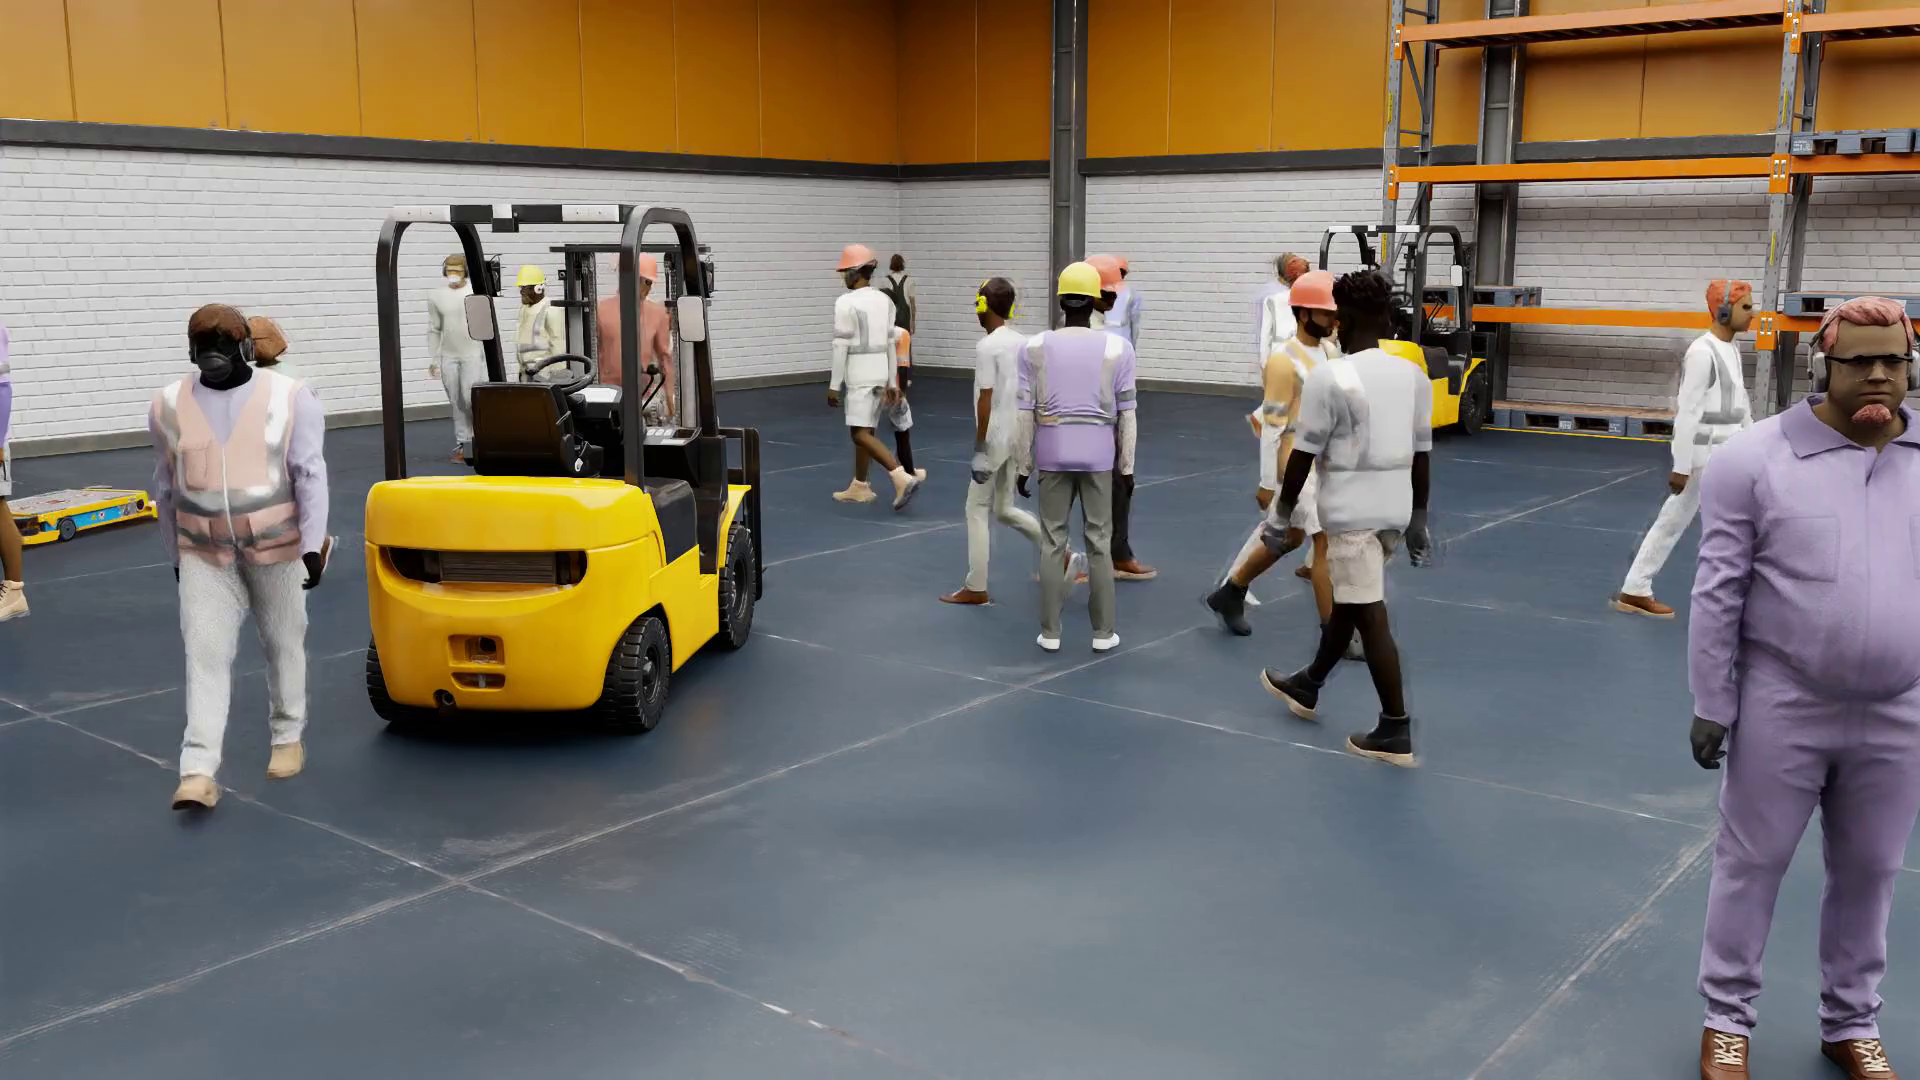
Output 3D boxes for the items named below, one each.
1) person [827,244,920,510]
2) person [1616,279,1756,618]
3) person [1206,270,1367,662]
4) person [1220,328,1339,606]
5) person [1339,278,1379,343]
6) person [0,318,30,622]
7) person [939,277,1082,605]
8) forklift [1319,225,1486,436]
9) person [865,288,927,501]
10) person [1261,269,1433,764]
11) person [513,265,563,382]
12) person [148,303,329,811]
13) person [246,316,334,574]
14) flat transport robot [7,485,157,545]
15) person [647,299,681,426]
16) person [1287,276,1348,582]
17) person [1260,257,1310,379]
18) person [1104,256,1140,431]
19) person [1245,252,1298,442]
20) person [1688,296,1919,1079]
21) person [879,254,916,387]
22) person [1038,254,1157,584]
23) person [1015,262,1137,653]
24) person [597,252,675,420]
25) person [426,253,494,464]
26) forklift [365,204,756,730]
[{"bbox_3d":[-0.646,-1.212,12.519,0.875,2.012,0.611,6,12,32],"label":"person"},{"bbox_3d":[3.975,-0.438,8.715,1.009,1.830,0.593,7,12,33],"label":"person"},{"bbox_3d":[1.634,-0.384,8.242,0.946,1.900,0.551,7,12,34],"label":"person"},{"bbox_3d":[1.858,-0.391,9.121,0.887,1.592,0.523,3,11,15],"label":"person"},{"bbox_3d":[2.638,-0.926,11.584,0.533,1.772,0.297,0,10,1],"label":"person"},{"bbox_3d":[-5.285,-0.572,8.864,0.614,2.043,0.374,7,12,34],"label":"person"},{"bbox_3d":[0.279,-0.526,9.195,0.740,1.843,0.546,5,11,26],"label":"person"},{"bbox_3d":[4.449,-2.115,16.993,1.214,2.155,2.313,8,13,38],"label":"forklift"},{"bbox_3d":[-0.585,-1.150,13.108,0.544,1.646,0.904,5,11,26],"label":"person"},{"bbox_3d":[1.522,-0.118,6.712,0.611,1.910,0.998,-7,13,-35],"label":"person"},{"bbox_3d":[-3.741,-1.550,14.903,0.477,1.814,0.626,-9,14,-41],"label":"person"},{"bbox_3d":[-2.623,0.057,6.050,0.631,1.803,0.824,-2,10,-11],"label":"person"},{"bbox_3d":[-3.891,-0.483,9.576,0.505,1.611,0.594,6,12,32],"label":"person"},{"bbox_3d":[-6.280,-0.185,11.631,0.652,0.197,1.431,2,10,13],"label":"flat transport robot"},{"bbox_3d":[-2.151,-0.903,11.867,0.540,1.618,0.628,6,12,31],"label":"person"},{"bbox_3d":[2.120,-0.613,9.657,0.530,1.841,0.699,-3,11,-16],"label":"person"},{"bbox_3d":[2.886,-1.491,14.391,0.585,1.882,0.337,6,12,31],"label":"person"},{"bbox_3d":[1.577,-2.036,17.466,0.608,1.864,0.993,0,10,2],"label":"person"},{"bbox_3d":[3.034,-1.790,15.928,0.624,1.926,0.631,9,14,42],"label":"person"},{"bbox_3d":[2.057,0.389,3.917,0.652,1.906,0.408,1,10,6],"label":"person"},{"bbox_3d":[-0.879,-3.022,23.042,0.544,1.841,0.450,-2,10,-9],"label":"person"},{"bbox_3d":[0.831,-0.683,9.731,0.849,1.944,0.624,3,11,18],"label":"person"},{"bbox_3d":[0.571,-0.398,8.220,0.594,1.924,0.382,1,10,5],"label":"person"},{"bbox_3d":[-2.337,-1.038,11.695,0.635,1.946,0.616,-7,13,-36],"label":"person"},{"bbox_3d":[-4.544,-1.647,15.158,0.656,1.917,0.457,2,10,11],"label":"person"},{"bbox_3d":[-1.766,-0.406,7.525,1.214,2.155,2.313,1,10,7],"label":"forklift"}]
